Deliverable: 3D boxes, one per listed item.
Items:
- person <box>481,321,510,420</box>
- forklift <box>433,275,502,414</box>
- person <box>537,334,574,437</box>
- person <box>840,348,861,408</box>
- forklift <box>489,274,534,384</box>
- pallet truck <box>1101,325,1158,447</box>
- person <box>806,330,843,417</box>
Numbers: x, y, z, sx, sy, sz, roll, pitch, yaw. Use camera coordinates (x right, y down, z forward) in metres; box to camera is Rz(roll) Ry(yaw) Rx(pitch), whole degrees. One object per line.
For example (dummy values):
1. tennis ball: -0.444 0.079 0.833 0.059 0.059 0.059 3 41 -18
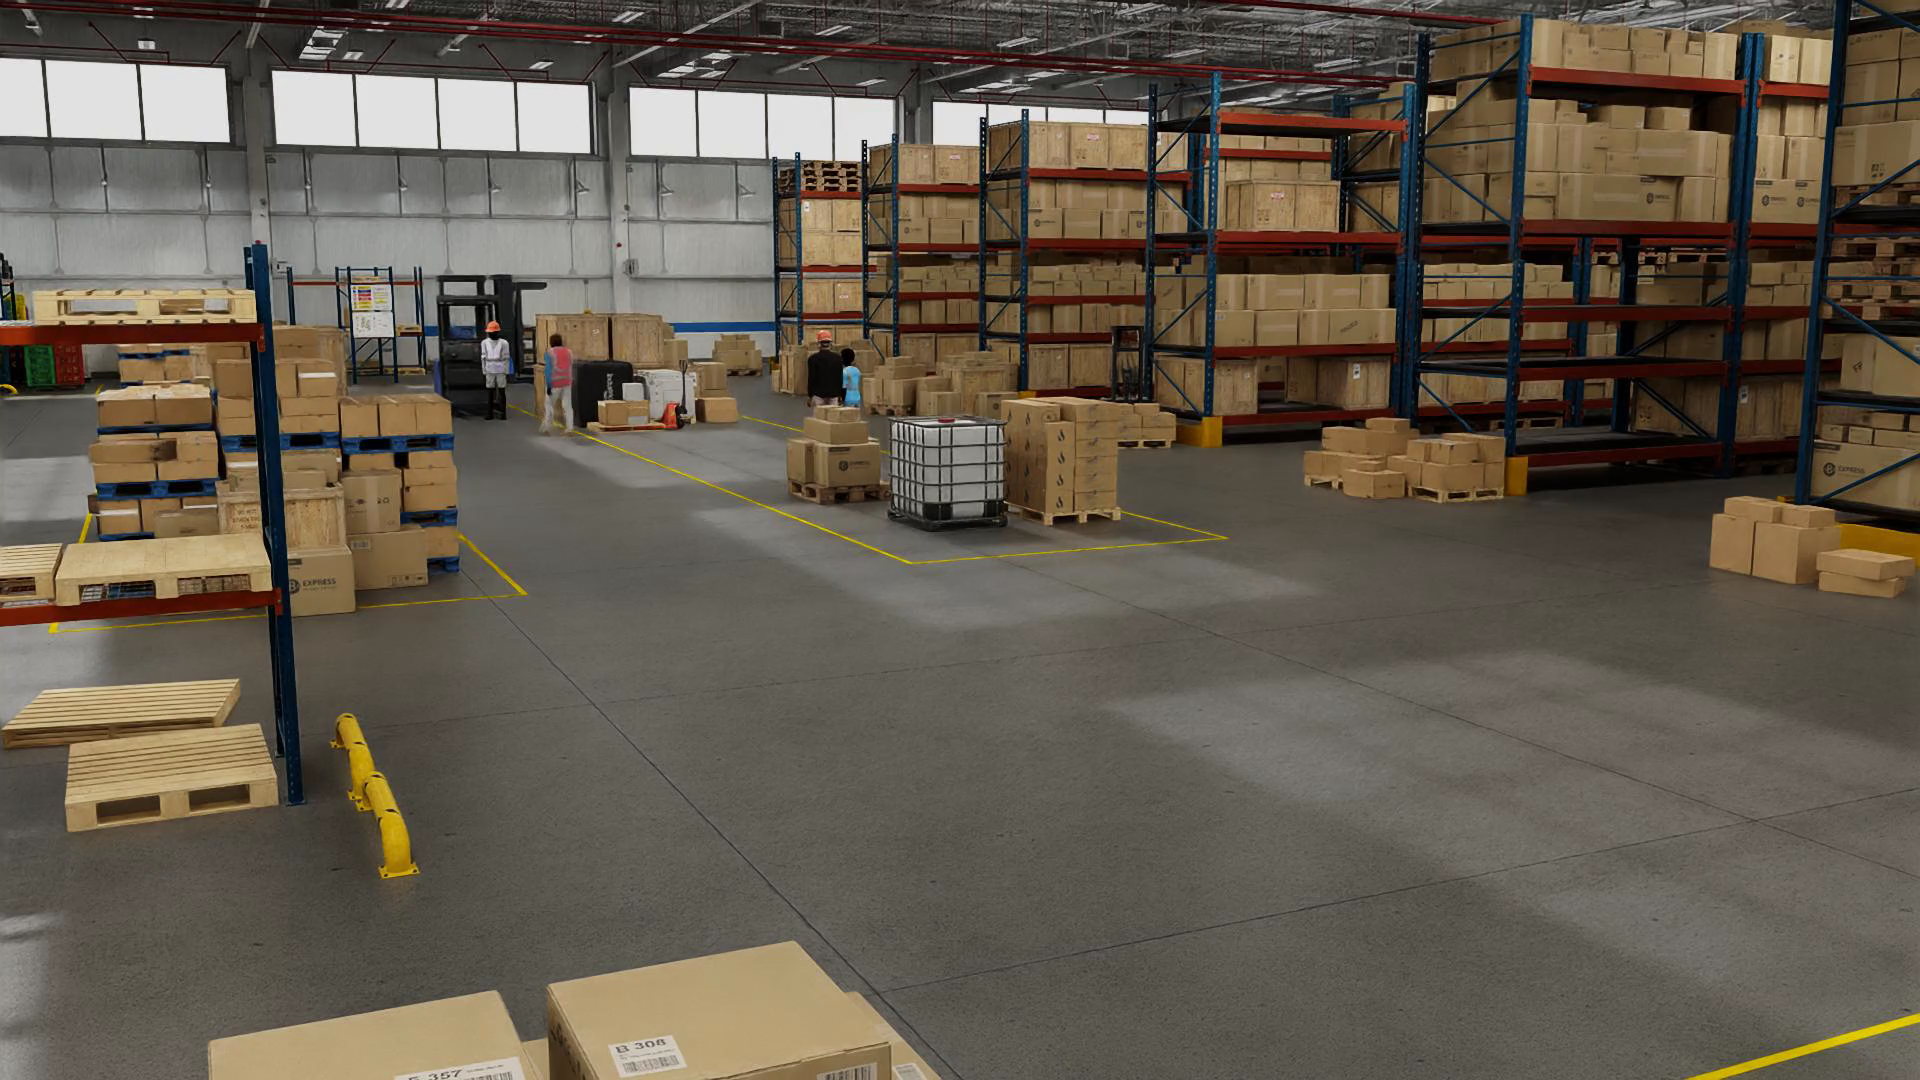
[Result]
1. person: -9.066 -3.295 32.468 0.543 1.932 0.376 0 9 -1
2. forklift: -10.197 -4.041 34.161 1.129 2.768 1.873 -4 10 -25
3. person: -7.110 -2.714 29.276 0.885 1.800 0.640 9 12 43
4. person: -1.745 -2.161 26.154 0.318 1.696 0.546 4 10 24
5. forklift: -11.612 -5.349 42.275 1.873 2.768 1.129 -4 10 -25
6. pallet truck: 2.881 -2.596 27.923 0.823 1.965 1.885 -1 9 -7
7. person: -2.100 -2.255 25.816 0.626 1.992 0.387 -5 11 -30
